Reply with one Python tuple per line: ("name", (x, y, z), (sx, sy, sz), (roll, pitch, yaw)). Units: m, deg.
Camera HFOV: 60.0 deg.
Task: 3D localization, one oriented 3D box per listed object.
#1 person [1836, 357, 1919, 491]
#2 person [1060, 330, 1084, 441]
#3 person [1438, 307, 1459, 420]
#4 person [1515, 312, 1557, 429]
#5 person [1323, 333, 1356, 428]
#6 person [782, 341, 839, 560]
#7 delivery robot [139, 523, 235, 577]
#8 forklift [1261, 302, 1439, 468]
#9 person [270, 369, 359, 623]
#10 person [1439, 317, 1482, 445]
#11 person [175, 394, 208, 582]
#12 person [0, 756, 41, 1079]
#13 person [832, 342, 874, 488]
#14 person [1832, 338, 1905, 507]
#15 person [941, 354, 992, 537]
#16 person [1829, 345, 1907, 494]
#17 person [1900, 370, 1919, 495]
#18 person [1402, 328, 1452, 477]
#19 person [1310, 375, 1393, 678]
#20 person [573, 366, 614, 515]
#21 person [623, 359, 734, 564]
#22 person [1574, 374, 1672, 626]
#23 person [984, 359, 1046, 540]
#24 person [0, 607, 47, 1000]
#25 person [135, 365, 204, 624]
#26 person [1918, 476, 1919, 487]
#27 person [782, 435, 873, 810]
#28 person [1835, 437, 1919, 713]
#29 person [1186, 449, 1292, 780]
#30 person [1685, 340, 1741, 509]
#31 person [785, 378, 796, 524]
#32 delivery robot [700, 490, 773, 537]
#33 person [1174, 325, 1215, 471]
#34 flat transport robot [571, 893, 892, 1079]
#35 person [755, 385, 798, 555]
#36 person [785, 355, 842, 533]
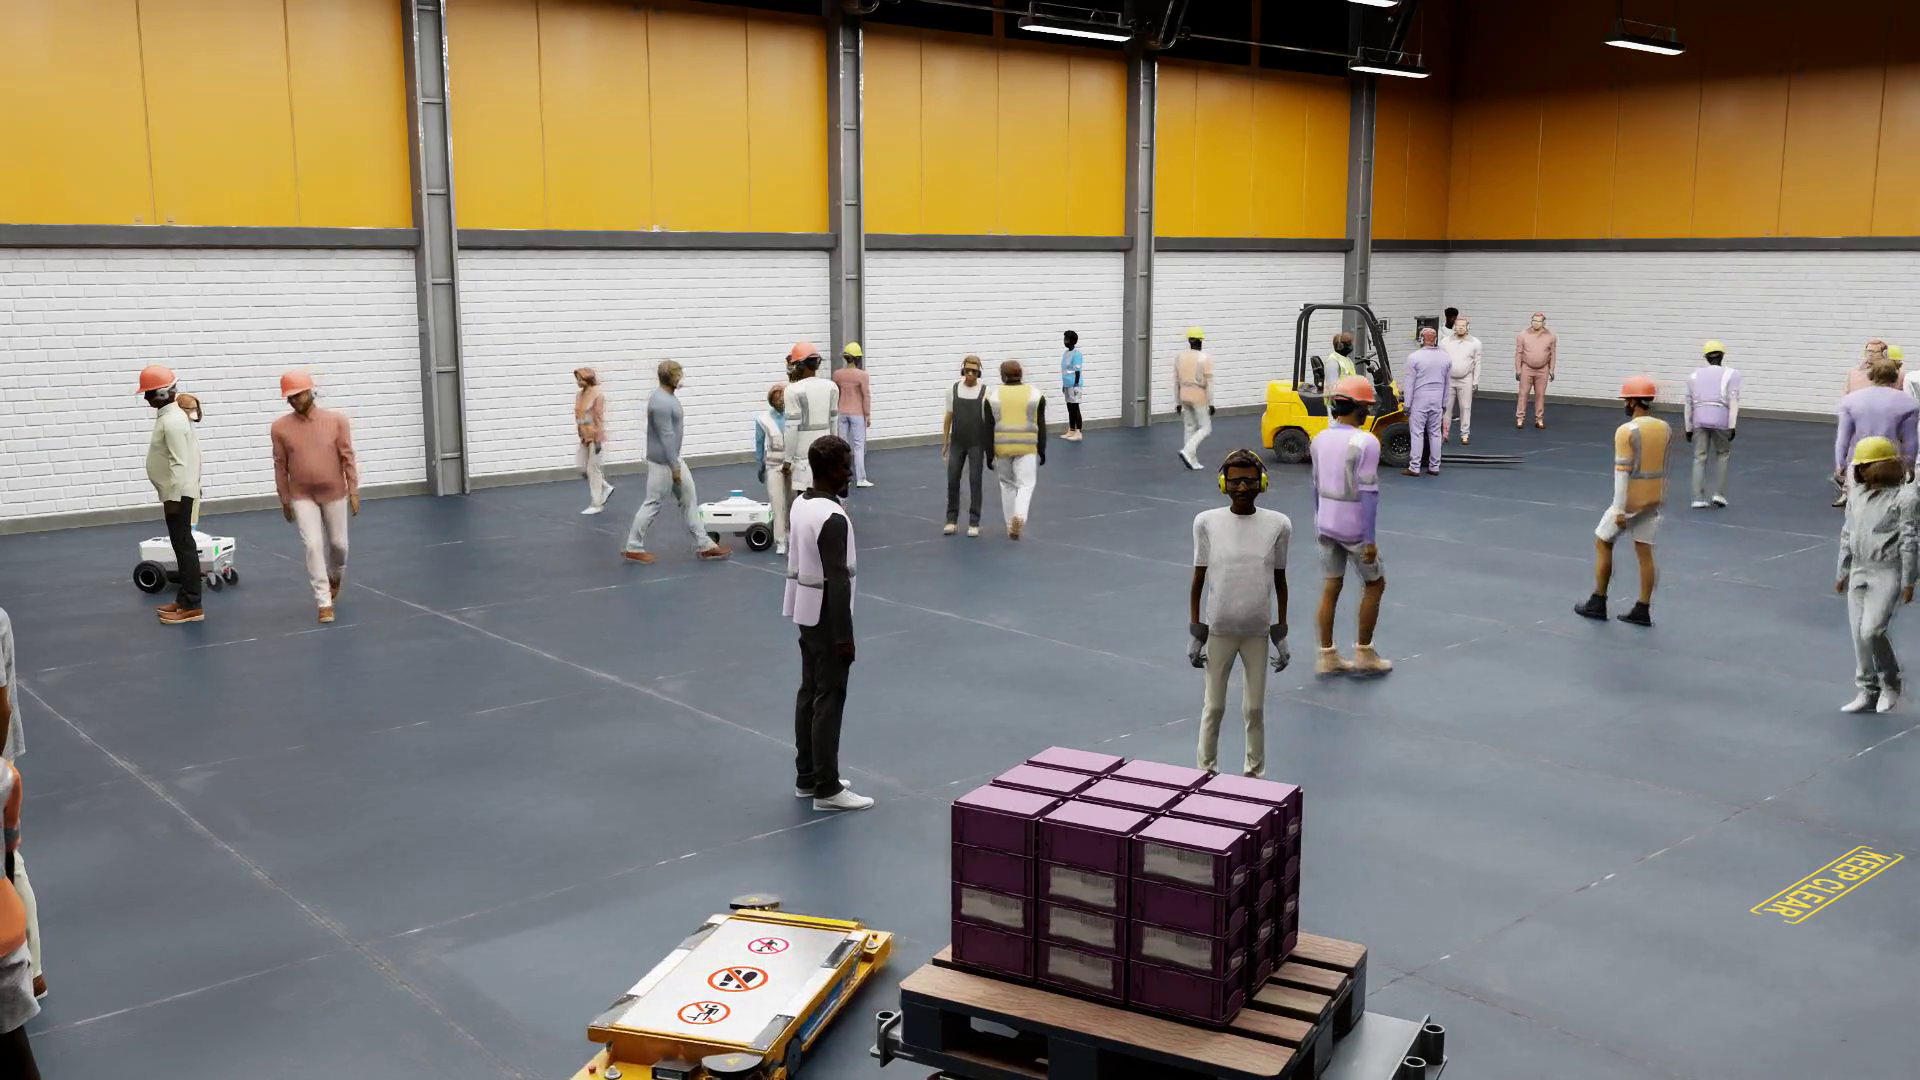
("person", (8.223, -0.679, 14.908), (0.644, 1.916, 0.597), (7, 12, 35))
("person", (1.713, -2.363, 25.454), (0.321, 1.694, 0.537), (-3, 10, -17))
("person", (8.327, -2.999, 28.412), (0.609, 1.954, 0.393), (-8, 12, -38))
("person", (9.397, -2.763, 27.170), (0.641, 1.904, 0.401), (2, 10, 10))
("person", (4.858, -1.716, 21.207), (0.429, 1.847, 0.627), (5, 11, 28))
("person", (-1.398, -0.811, 15.350), (0.383, 2.036, 0.605), (9, 13, 43))
("delivery robot", (-6.524, 0.098, 14.056), (0.707, 0.478, 0.477), (1, 9, 3))
("forklift", (5.320, -2.157, 22.763), (2.313, 2.155, 1.214), (3, 10, 16))
("person", (-5.015, -0.372, 12.997), (0.629, 1.962, 0.794), (-3, 10, -17))
("person", (7.453, -2.381, 24.905), (0.641, 1.913, 0.407), (4, 10, 22))
("person", (-6.684, -0.453, 14.429), (0.282, 1.631, 0.504), (-2, 10, -10))
("person", (-2.856, 1.174, 4.712), (0.322, 1.697, 0.534), (2, 10, 11))
("person", (-1.312, -1.518, 20.277), (0.526, 1.769, 0.329), (5, 11, 28))
("person", (10.093, -1.283, 18.487), (0.409, 1.910, 0.640), (-7, 12, -36))
("person", (0.080, -0.952, 16.756), (0.554, 1.837, 0.402), (2, 10, 12))
("person", (10.633, -1.366, 19.287), (0.842, 1.806, 0.599), (6, 11, 29))
("person", (10.536, -1.201, 18.082), (0.576, 1.882, 0.355), (5, 11, 27))
("person", (5.964, -1.762, 21.322), (0.640, 1.902, 0.402), (-3, 10, -18))
("person", (2.659, -0.088, 11.117), (0.636, 2.027, 0.646), (-6, 11, -30))
("person", (-4.000, -1.094, 18.203), (0.512, 1.622, 0.423), (9, 13, 43))
("person", (-2.634, -0.709, 15.211), (0.996, 1.885, 0.647), (0, 10, 2))
("person", (5.110, -0.316, 12.812), (0.558, 1.915, 0.714), (-4, 10, -22))
("person", (0.541, -0.882, 16.467), (0.619, 1.803, 0.830), (1, 10, 6))
("person", (-3.672, 0.836, 6.194), (0.328, 1.872, 0.511), (-9, 13, -41))
("person", (-6.073, -0.353, 12.815), (0.393, 1.985, 0.611), (-5, 11, -26))
("person", (11.912, -1.434, 20.184), (0.507, 1.629, 0.315), (1, 10, 5))
("person", (-0.695, 0.432, 8.488), (0.378, 1.892, 0.598), (-4, 11, -24))
("person", (5.574, 0.227, 10.168), (0.371, 1.721, 0.500), (-3, 10, -19))
("person", (1.398, 0.471, 8.328), (0.521, 1.871, 0.325), (0, 10, 3))
("person", (8.418, -1.289, 18.646), (0.622, 1.862, 0.668), (8, 13, 41))
("person", (-1.706, -0.976, 17.492), (0.351, 1.623, 0.521), (-2, 10, -13))
("delivery robot", (-2.145, -0.239, 16.052), (0.707, 0.478, 0.477), (0, 10, 1))
("person", (3.040, -1.838, 21.700), (0.614, 1.912, 0.545), (9, 13, 43))
("flat transport robot", (-0.783, 1.655, 6.068), (0.652, 0.197, 1.431), (3, 10, 16))
("person", (-1.693, -0.705, 15.996), (0.549, 1.602, 0.828), (-2, 10, -11))
("person", (-1.527, -0.967, 16.806), (0.508, 1.850, 0.542), (-2, 10, -9))
